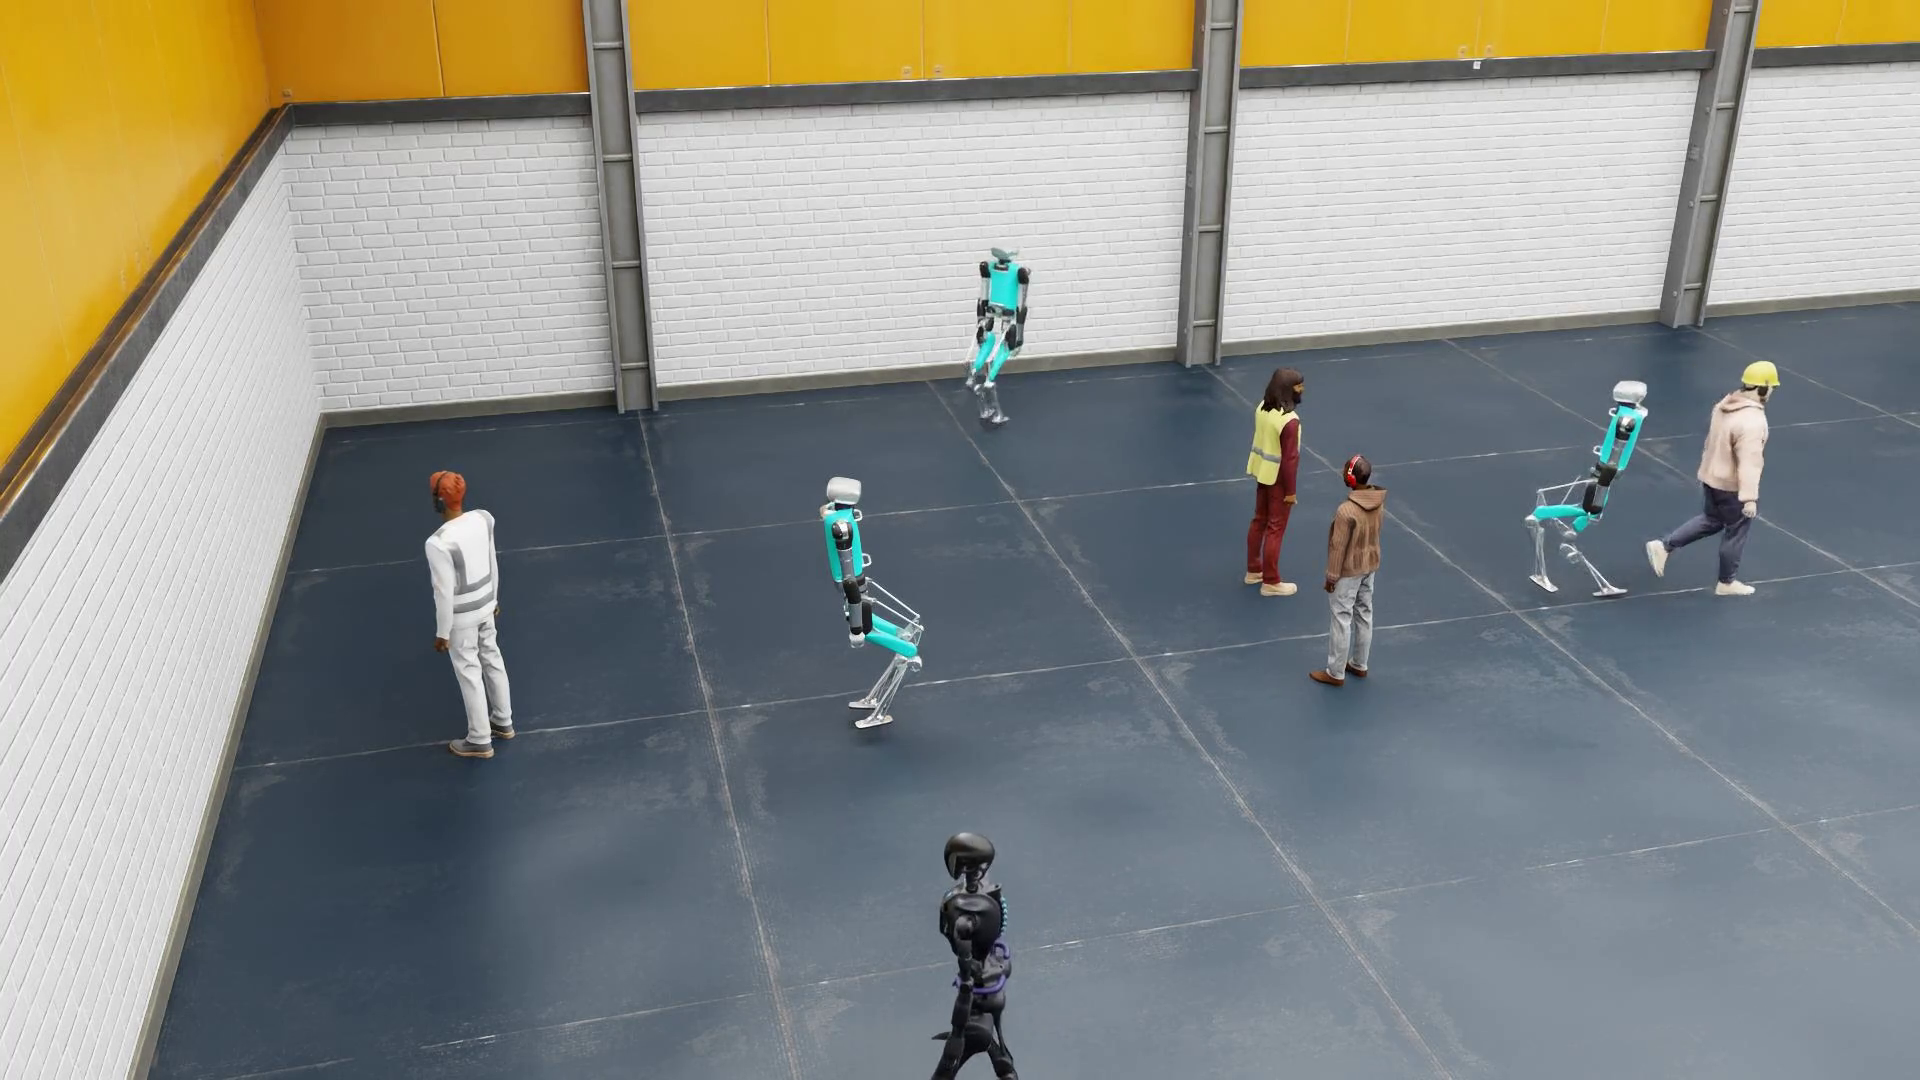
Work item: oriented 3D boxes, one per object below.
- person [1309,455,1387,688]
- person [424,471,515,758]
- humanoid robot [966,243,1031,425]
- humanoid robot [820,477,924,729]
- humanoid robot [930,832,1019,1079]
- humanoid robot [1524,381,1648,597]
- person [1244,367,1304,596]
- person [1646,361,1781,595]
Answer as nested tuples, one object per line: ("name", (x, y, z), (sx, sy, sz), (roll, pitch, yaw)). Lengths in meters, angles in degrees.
("person", (2.636, 0.215, 11.163), (0.462, 1.648, 0.327), (-18, 29, -35))
("person", (-3.057, 0.459, 10.315), (0.340, 1.882, 0.582), (9, 25, 19))
("humanoid robot", (0.288, -1.919, 15.777), (0.531, 1.694, 0.753), (14, 27, 29))
("humanoid robot", (-0.493, 0.390, 10.487), (0.735, 1.677, 0.533), (-3, 24, -8))
("humanoid robot", (0.001, 1.954, 7.213), (0.766, 1.624, 0.609), (3, 24, 8))
("humanoid robot", (4.576, -0.356, 12.369), (0.926, 1.767, 0.530), (11, 26, 23))
("person", (2.355, -0.442, 12.499), (0.360, 1.769, 0.473), (-8, 25, -18))
("person", (5.696, -0.457, 12.457), (0.704, 1.836, 0.854), (1, 24, 3))
